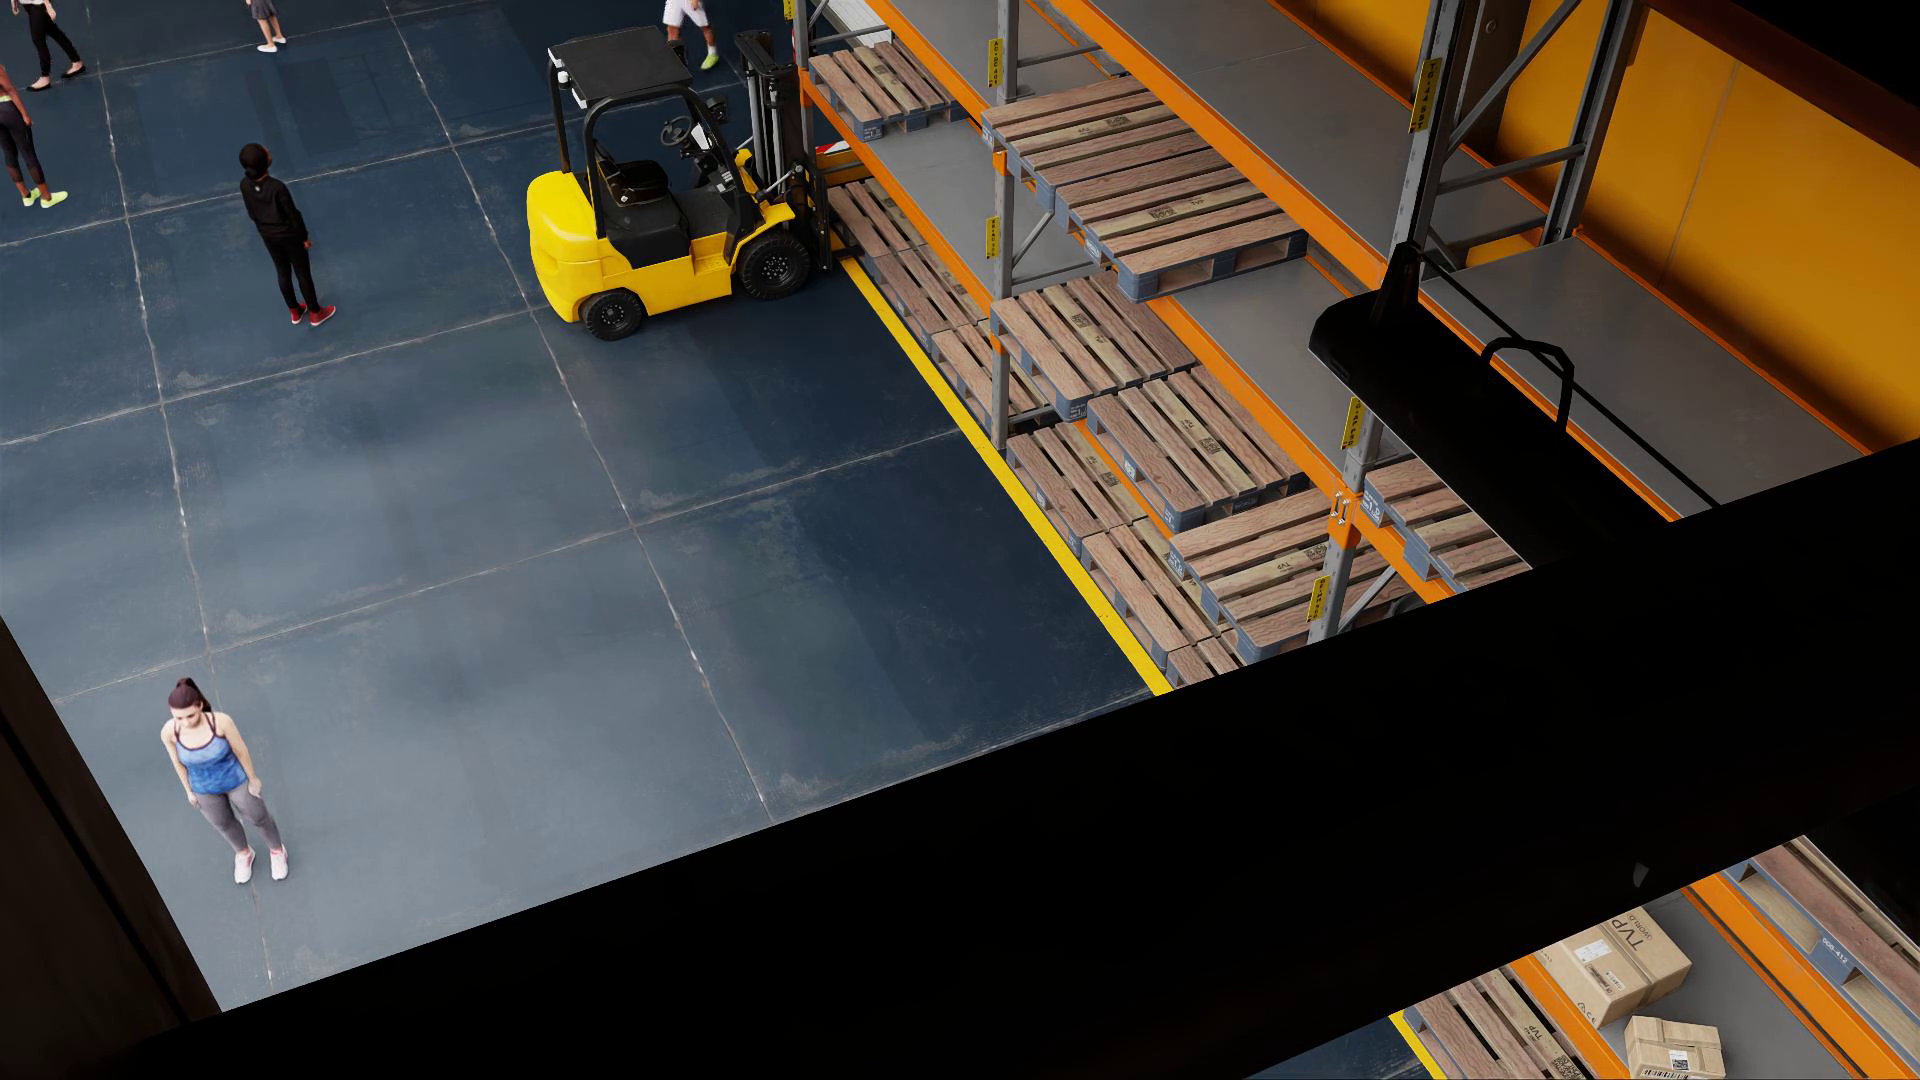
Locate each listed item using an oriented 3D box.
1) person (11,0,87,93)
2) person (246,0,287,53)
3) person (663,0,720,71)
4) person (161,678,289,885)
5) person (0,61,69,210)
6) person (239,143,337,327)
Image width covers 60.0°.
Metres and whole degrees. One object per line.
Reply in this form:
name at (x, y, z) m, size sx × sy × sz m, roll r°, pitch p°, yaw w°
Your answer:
person at (-9.161, -5.394, 16.617) m, size 0.948 × 1.699 × 0.904 m, roll 31°, pitch 52°, yaw 28°
person at (-7.303, -5.713, 17.260) m, size 0.663 × 1.274 × 0.590 m, roll 7°, pitch 44°, yaw 8°
person at (-2.681, -5.508, 16.676) m, size 1.158 × 1.783 × 1.133 m, roll 20°, pitch 47°, yaw 20°
person at (-4.249, 1.387, 9.564) m, size 0.618 × 1.611 × 0.621 m, roll -7°, pitch 44°, yaw -8°
person at (-8.562, -3.796, 14.900) m, size 0.645 × 1.754 × 0.684 m, roll 9°, pitch 44°, yaw 10°
person at (-5.538, -2.491, 13.588) m, size 0.686 × 1.675 × 0.722 m, roll 8°, pitch 44°, yaw 8°
